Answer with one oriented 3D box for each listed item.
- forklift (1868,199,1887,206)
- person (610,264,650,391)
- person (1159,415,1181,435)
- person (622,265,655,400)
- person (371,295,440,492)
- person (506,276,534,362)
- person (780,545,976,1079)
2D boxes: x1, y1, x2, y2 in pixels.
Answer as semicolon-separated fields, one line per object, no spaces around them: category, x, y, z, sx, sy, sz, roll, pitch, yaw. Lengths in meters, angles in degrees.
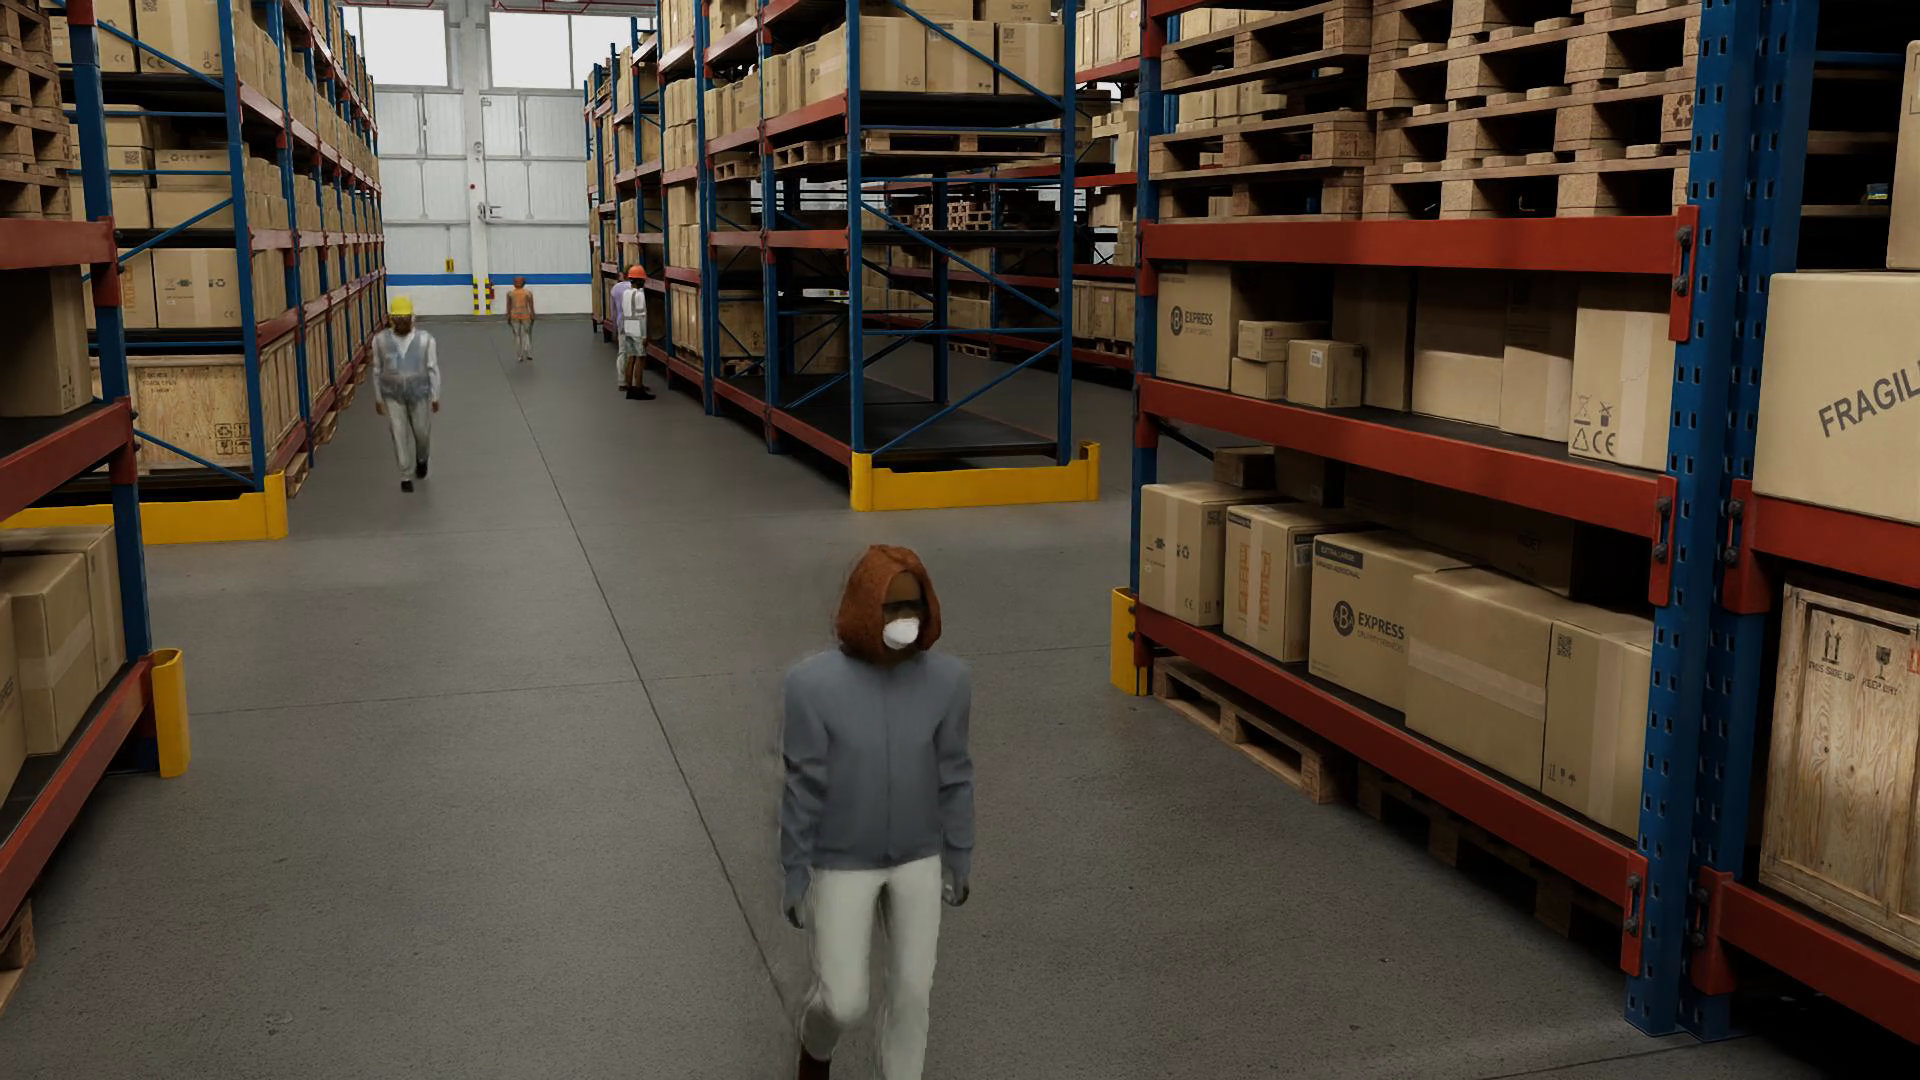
forklift;11.338;-2.915;21.052;1.129;2.768;1.873;-3;11;-17
person;-5.028;-3.217;25.298;0.629;1.936;0.371;6;12;32
person;2.524;-2.193;19.845;0.414;1.885;0.781;6;12;31
person;-4.650;-2.986;24.028;0.375;1.935;0.551;-8;13;-39
person;-5.163;-1.372;15.512;0.598;1.816;0.585;-3;11;-17
person;-8.328;-4.195;31.539;0.518;1.619;0.624;-2;11;-12
person;-0.217;0.795;4.148;0.522;1.617;0.478;-5;11;-24
